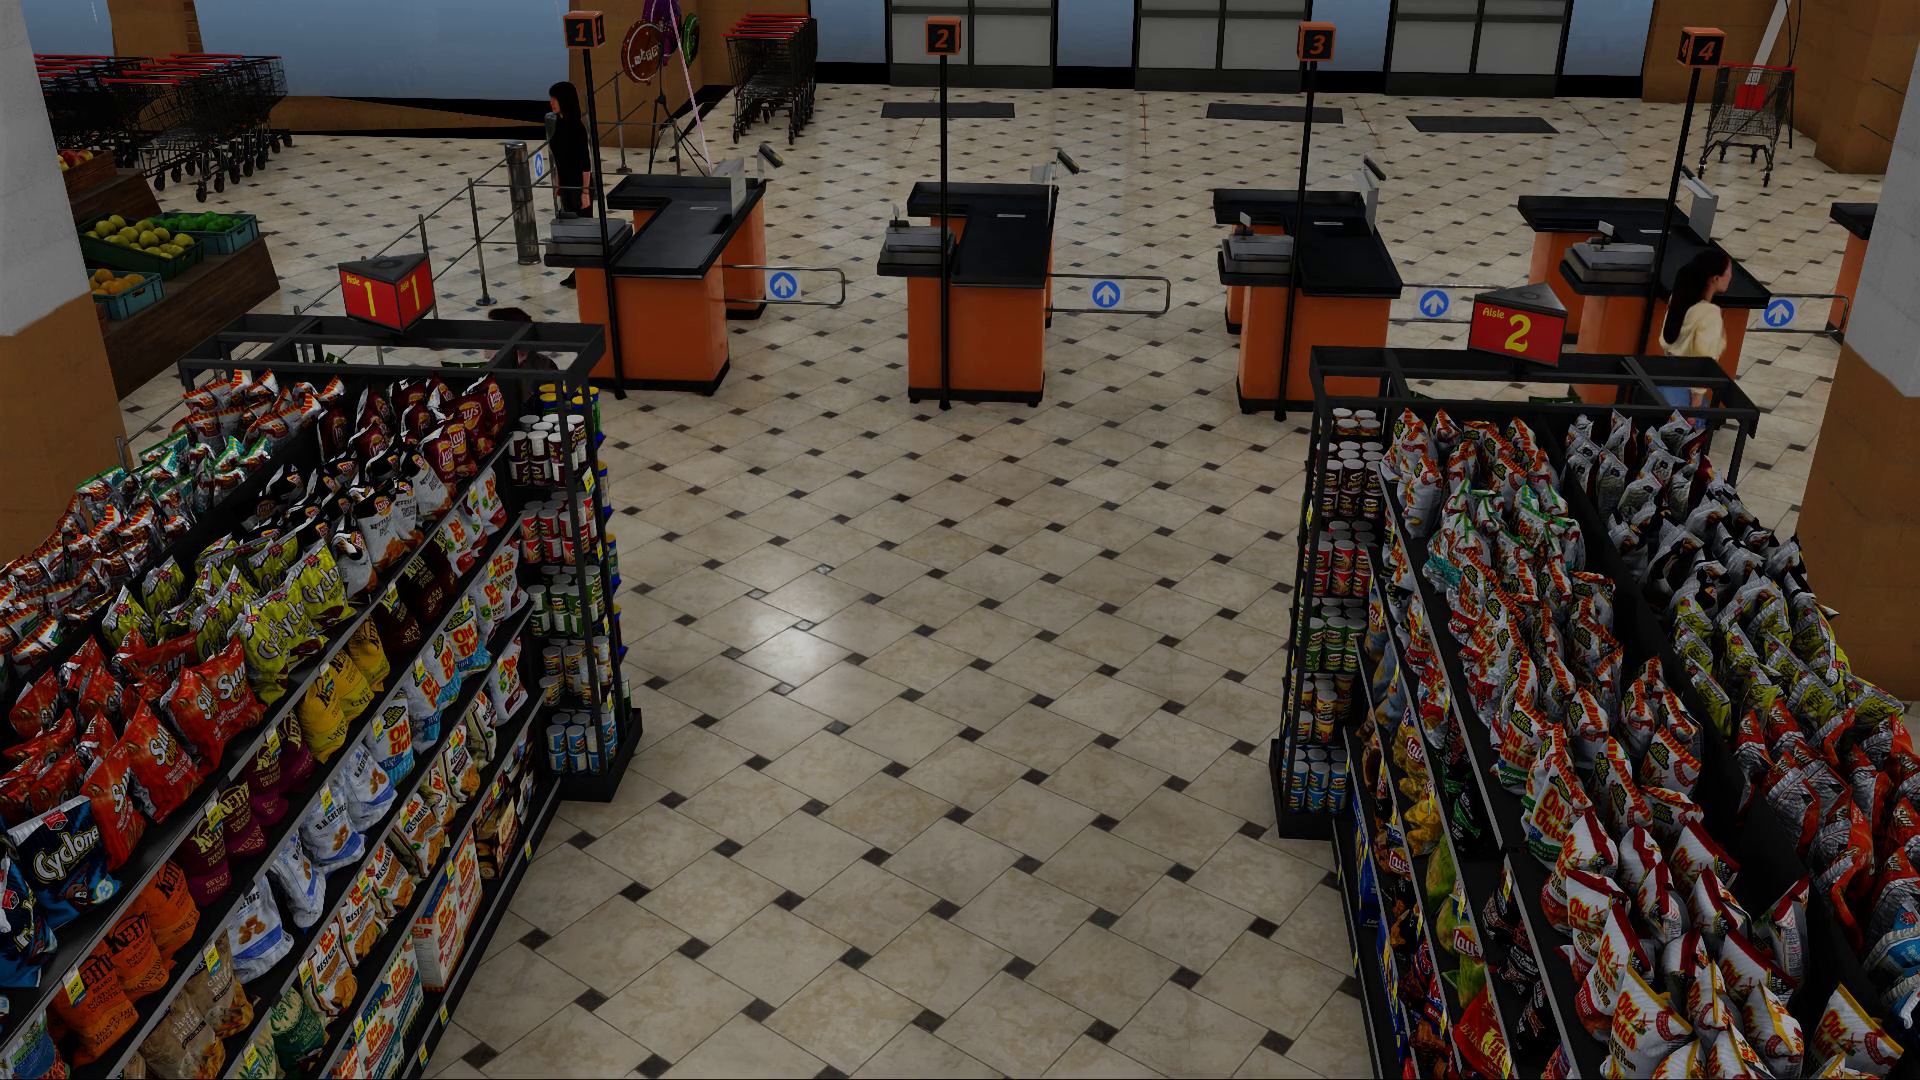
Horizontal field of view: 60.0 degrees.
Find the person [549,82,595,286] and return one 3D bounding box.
[{"bbox_3d":[-3.043,-2.802,13.184,0.652,1.641,0.692,24,36,39],"label":"person"}]

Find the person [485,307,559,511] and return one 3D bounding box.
[{"bbox_3d":[-1.926,-0.214,7.875,0.781,1.829,0.631,4,27,8],"label":"person"}]

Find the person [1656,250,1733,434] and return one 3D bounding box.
[{"bbox_3d":[3.960,-0.823,9.308,0.805,1.618,0.802,-4,27,-8],"label":"person"}]
